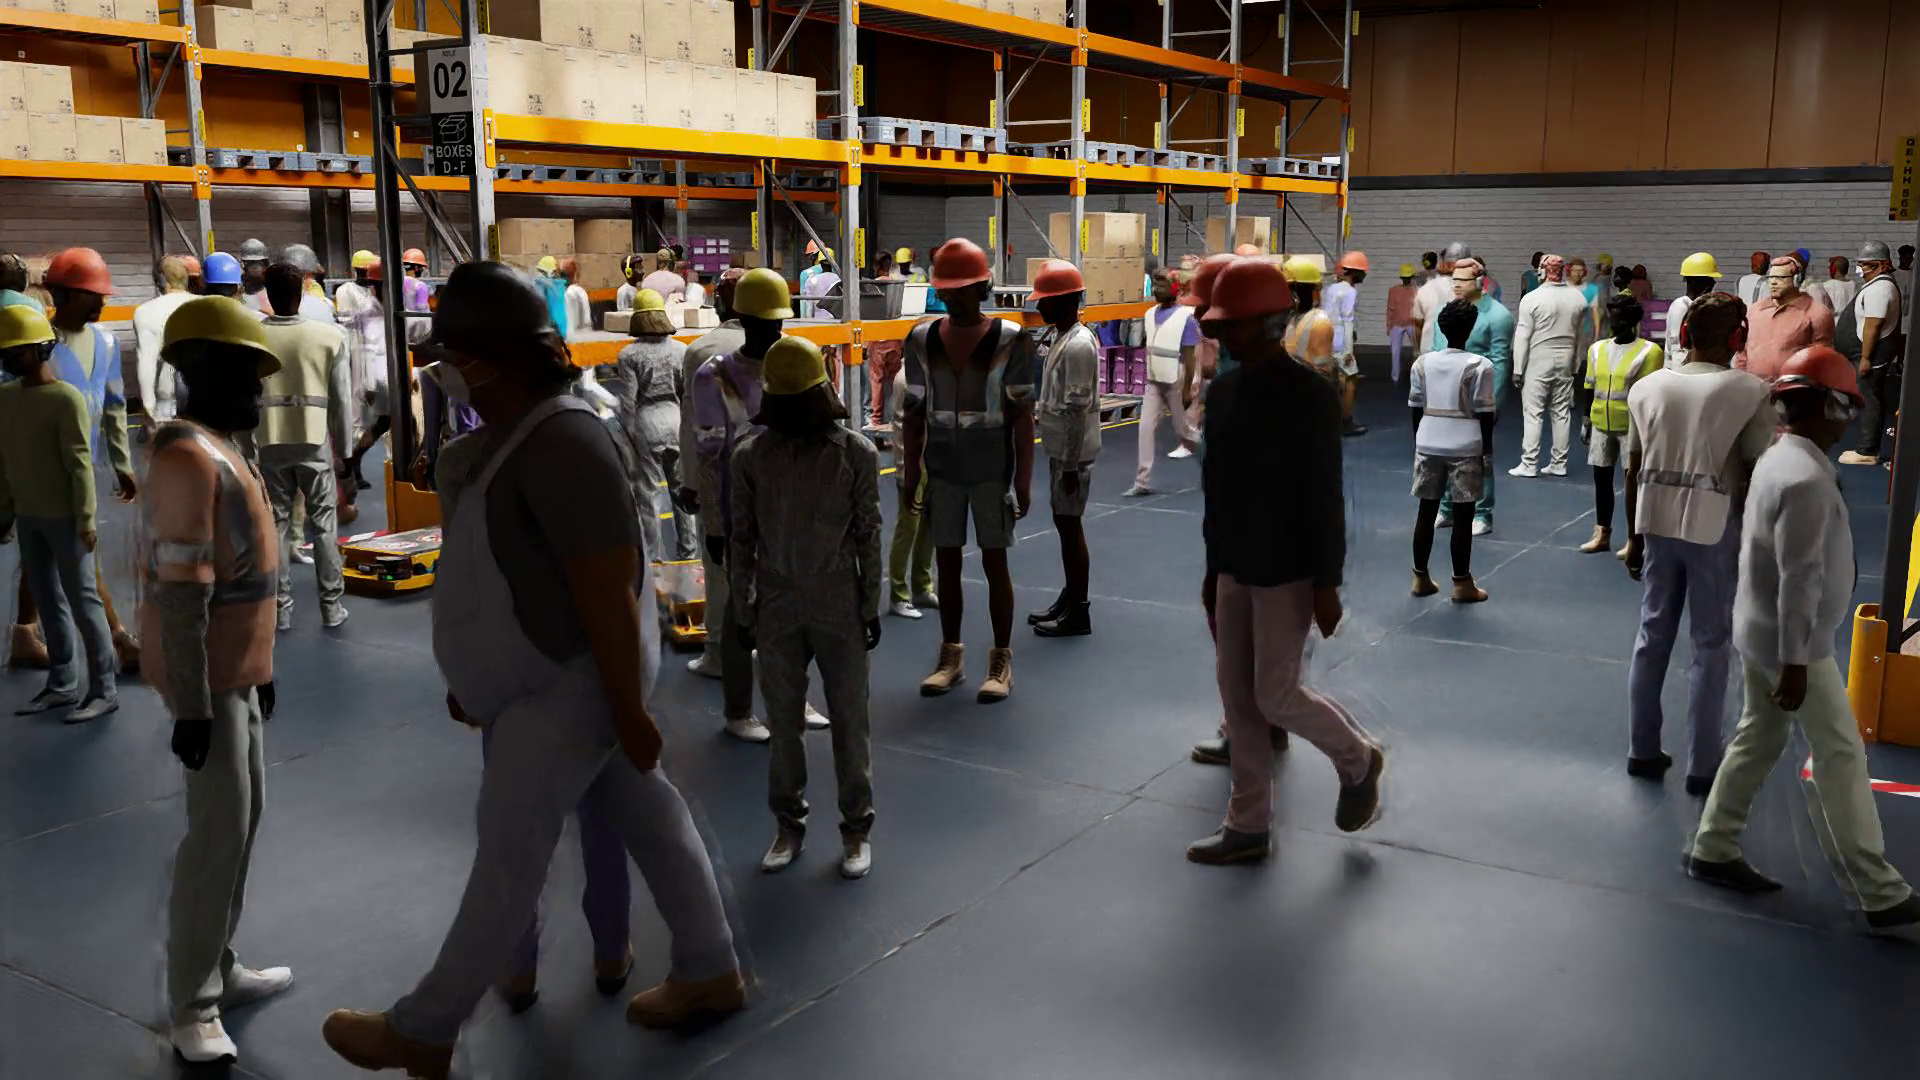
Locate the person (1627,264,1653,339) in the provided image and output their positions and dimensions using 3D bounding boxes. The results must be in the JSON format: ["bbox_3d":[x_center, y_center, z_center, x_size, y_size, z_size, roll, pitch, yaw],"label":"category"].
[{"bbox_3d":[10.915,-3.626,26.851,0.498,1.633,0.278,9,13,40],"label":"person"}]

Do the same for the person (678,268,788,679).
[{"bbox_3d":[-1.019,-0.308,7.754,0.651,1.895,0.400,-8,13,-39],"label":"person"}]

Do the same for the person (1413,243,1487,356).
[{"bbox_3d":[4.596,-1.774,15.462,0.702,2.000,0.984,7,12,34],"label":"person"}]

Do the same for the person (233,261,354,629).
[{"bbox_3d":[-3.473,-0.485,8.686,0.589,1.912,0.384,-3,11,-16],"label":"person"}]

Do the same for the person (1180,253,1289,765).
[{"bbox_3d":[1.079,-0.118,6.485,0.471,1.974,0.632,2,10,11],"label":"person"}]

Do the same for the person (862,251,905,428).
[{"bbox_3d":[-0.790,-2.099,17.638,0.597,1.909,0.405,-9,13,-40],"label":"person"}]

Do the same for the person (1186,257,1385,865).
[{"bbox_3d":[1.054,0.077,5.401,0.640,1.974,0.628,-5,11,-25],"label":"person"}]

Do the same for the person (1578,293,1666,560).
[{"bbox_3d":[4.218,-0.726,10.634,0.319,1.688,0.537,-8,13,-36],"label":"person"}]

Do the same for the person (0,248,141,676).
[{"bbox_3d":[-4.091,-0.349,7.727,0.989,1.977,0.605,1,10,8],"label":"person"}]

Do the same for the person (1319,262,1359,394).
[{"bbox_3d":[4.948,-2.748,21.684,0.567,1.744,0.353,-3,11,-18],"label":"person"}]

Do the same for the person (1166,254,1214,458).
[{"bbox_3d":[2.150,-1.713,15.519,0.511,1.894,0.662,-7,12,-33],"label":"person"}]

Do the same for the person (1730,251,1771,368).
[{"bbox_3d":[9.763,-2.604,20.509,0.338,1.882,0.576,-3,11,-18],"label":"person"}]

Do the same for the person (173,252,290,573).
[{"bbox_3d":[-4.295,-0.715,9.840,0.615,1.950,0.375,-3,11,-14],"label":"person"}]

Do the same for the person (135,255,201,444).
[{"bbox_3d":[-7.683,-1.855,16.376,1.009,1.880,0.542,-10,14,-43],"label":"person"}]

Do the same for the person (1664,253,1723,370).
[{"bbox_3d":[5.432,-1.165,12.401,0.363,1.927,0.587,7,12,33],"label":"person"}]

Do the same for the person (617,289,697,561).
[{"bbox_3d":[-1.806,-0.611,9.865,0.483,1.735,0.311,-7,13,-36],"label":"person"}]

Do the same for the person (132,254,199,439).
[{"bbox_3d":[-5.291,-0.971,11.326,0.417,1.923,0.643,9,14,41],"label":"person"}]

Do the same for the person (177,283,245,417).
[{"bbox_3d":[-4.322,-0.659,9.933,0.901,1.800,0.536,5,11,26],"label":"person"}]

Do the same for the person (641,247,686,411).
[{"bbox_3d":[-3.318,-2.342,18.894,0.628,1.940,0.373,6,12,30],"label":"person"}]

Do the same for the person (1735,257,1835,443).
[{"bbox_3d":[5.661,-1.001,11.549,0.403,1.906,0.651,-7,12,-33],"label":"person"}]

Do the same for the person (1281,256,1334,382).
[{"bbox_3d":[2.169,-0.828,10.584,0.409,1.935,0.590,-2,10,-13],"label":"person"}]

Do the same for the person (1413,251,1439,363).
[{"bbox_3d":[7.231,-3.515,25.637,0.500,1.849,0.418,-4,11,-21],"label":"person"}]

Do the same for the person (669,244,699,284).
[{"bbox_3d":[-3.930,-3.141,23.242,0.613,1.962,0.362,-6,12,-30],"label":"person"}]

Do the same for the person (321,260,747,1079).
[{"bbox_3d":[-1.027,0.283,4.064,1.059,2.000,0.685,-3,11,-17],"label":"person"}]

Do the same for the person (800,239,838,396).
[{"bbox_3d":[-1.818,-2.851,21.459,0.606,2.035,0.403,-8,13,-36],"label":"person"}]

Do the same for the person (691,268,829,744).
[{"bbox_3d":[-0.792,-0.132,6.728,0.591,1.912,0.399,-9,14,-42],"label":"person"}]

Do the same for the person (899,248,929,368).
[{"bbox_3d":[-0.757,-3.329,24.448,0.410,1.909,0.643,9,14,41],"label":"person"}]

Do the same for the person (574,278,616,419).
[{"bbox_3d":[-4.222,-2.132,18.653,0.742,1.597,0.514,-8,13,-39],"label":"person"}]

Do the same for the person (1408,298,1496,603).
[{"bbox_3d":[2.759,-0.497,9.327,0.317,1.700,0.537,-9,14,-41],"label":"person"}]

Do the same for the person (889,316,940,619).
[{"bbox_3d":[-0.204,-0.390,8.950,0.302,1.622,0.522,6,12,30],"label":"person"}]

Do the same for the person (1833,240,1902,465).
[{"bbox_3d":[8.232,-1.713,15.123,0.536,2.000,0.683,6,12,31],"label":"person"}]

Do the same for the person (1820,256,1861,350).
[{"bbox_3d":[10.388,-2.435,19.705,0.567,1.838,0.386,-4,11,-19],"label":"person"}]

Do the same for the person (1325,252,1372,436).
[{"bbox_3d":[3.947,-2.008,17.179,0.620,1.899,0.543,-2,10,-10],"label":"person"}]
